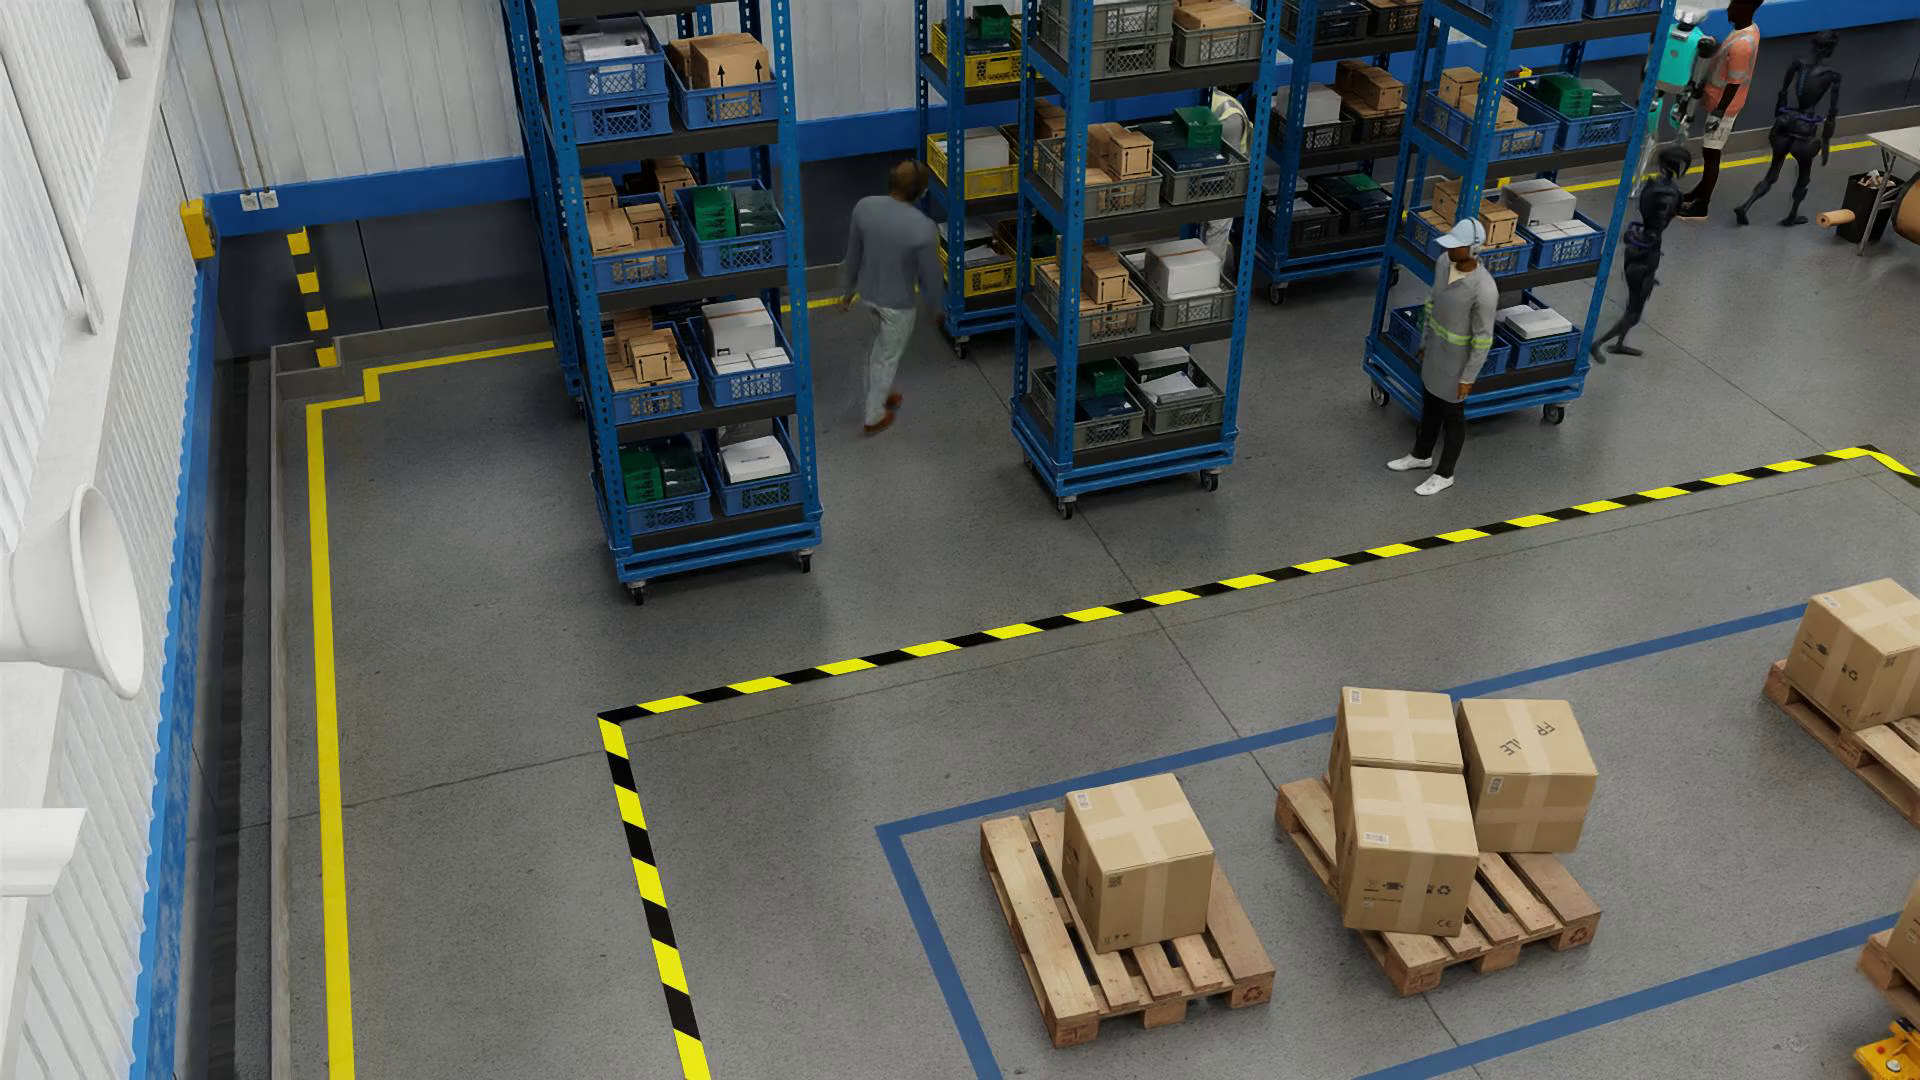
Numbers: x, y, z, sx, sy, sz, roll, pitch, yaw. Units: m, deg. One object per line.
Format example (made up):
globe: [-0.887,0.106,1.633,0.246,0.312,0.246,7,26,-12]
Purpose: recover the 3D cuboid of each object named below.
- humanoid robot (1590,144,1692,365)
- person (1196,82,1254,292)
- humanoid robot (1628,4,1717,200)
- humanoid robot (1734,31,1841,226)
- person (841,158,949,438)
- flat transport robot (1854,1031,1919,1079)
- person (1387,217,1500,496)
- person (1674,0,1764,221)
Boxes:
humanoid robot: [4.772,-2.010,11.707,0.426,1.673,0.592,9,36,12]
person: [1.995,-2.748,12.587,0.429,1.842,0.632,-7,36,-9]
humanoid robot: [6.040,-3.691,14.004,0.558,1.742,0.845,29,44,34]
humanoid robot: [6.837,-3.332,13.596,0.671,1.653,0.600,-15,38,-21]
person: [-0.436,-1.560,10.861,0.652,1.889,0.612,23,41,29]
flat transport robot: [4.574,2.170,6.954,1.431,0.197,0.652,-11,37,-15]
person: [3.004,-1.131,10.285,0.398,1.852,0.589,-10,36,-14]
person: [6.263,-3.604,13.693,0.368,1.966,0.601,14,38,19]
